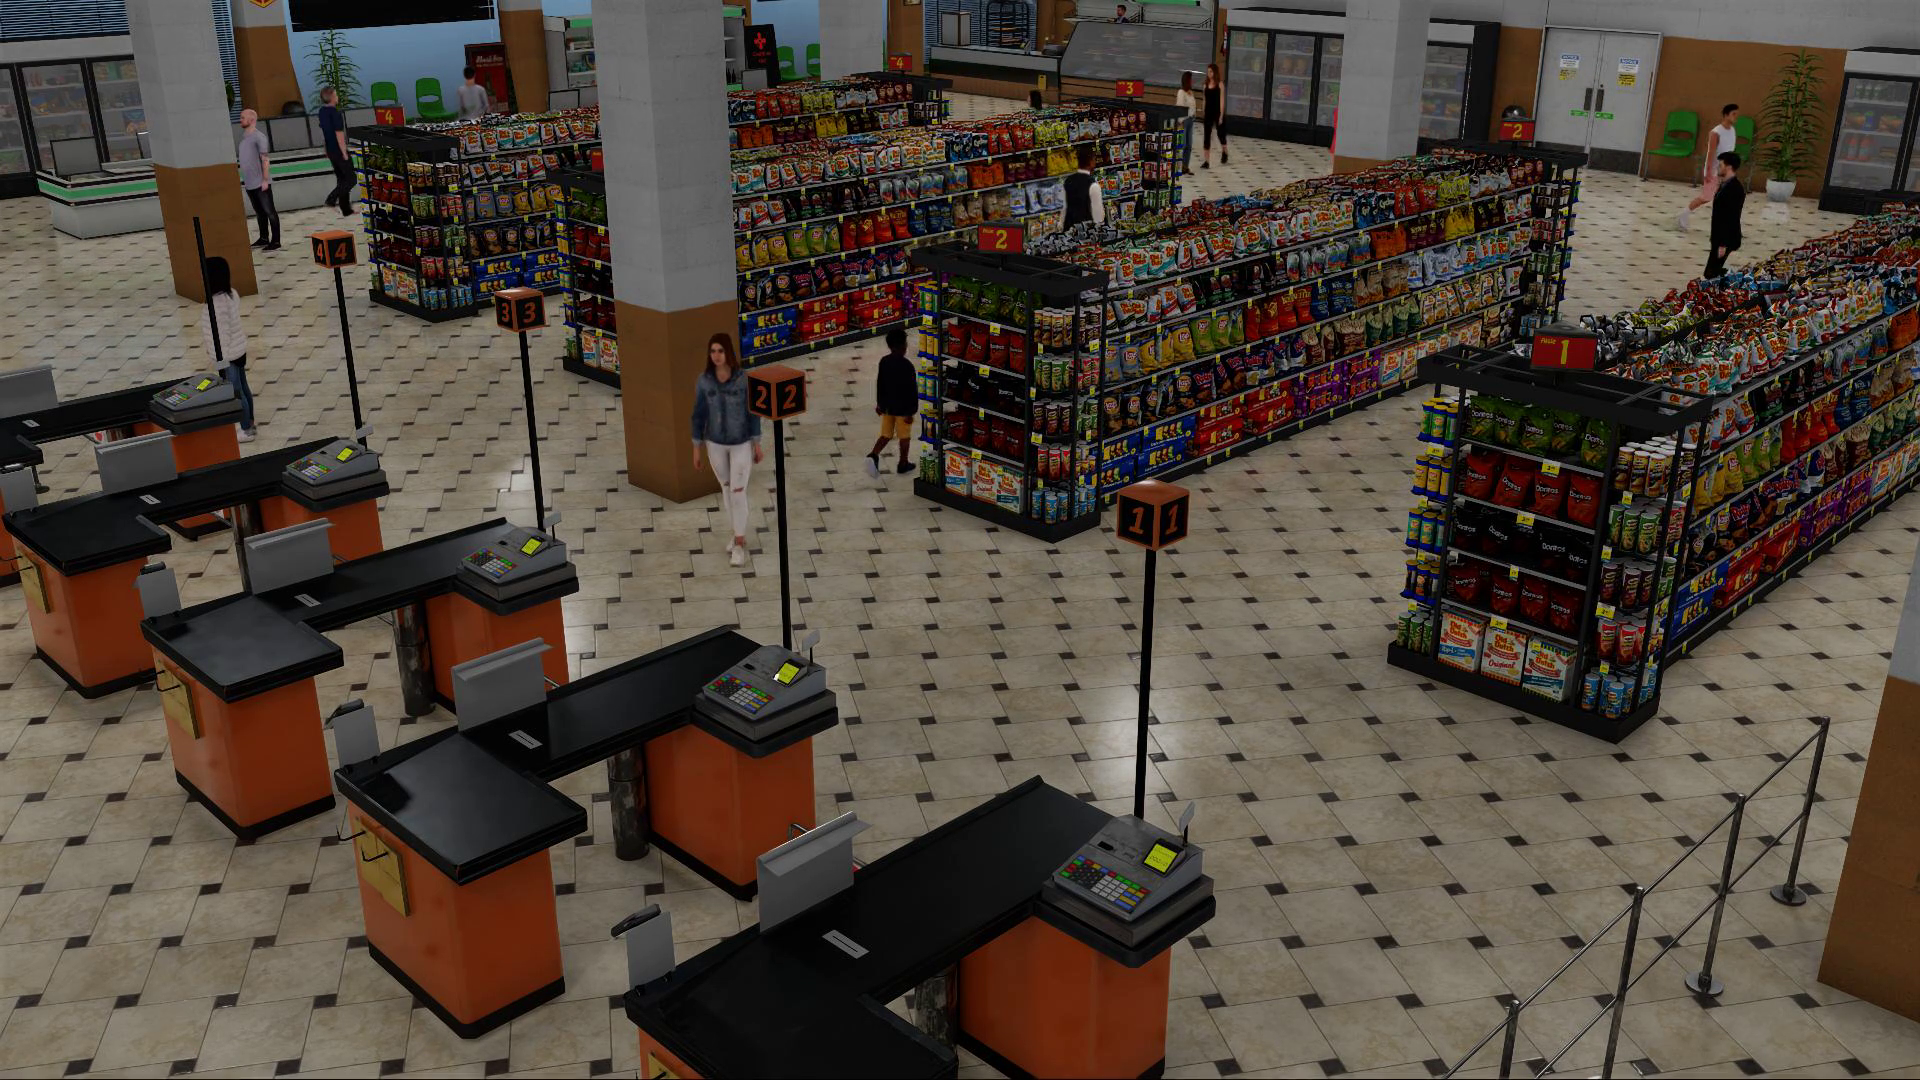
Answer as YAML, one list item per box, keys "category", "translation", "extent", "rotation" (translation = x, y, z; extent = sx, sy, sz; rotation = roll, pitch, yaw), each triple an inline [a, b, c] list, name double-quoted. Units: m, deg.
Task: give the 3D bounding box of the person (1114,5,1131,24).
- category: "person"
  translation: [3.723, -11.419, 38.500]
  extent: [0.573, 1.867, 0.619]
  rotation: [-19, 29, -40]

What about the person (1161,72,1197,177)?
- category: "person"
  translation: [3.624, -6.854, 27.413]
  extent: [0.773, 1.665, 0.848]
  rotation: [15, 26, 32]

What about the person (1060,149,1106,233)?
- category: "person"
  translation: [1.266, -3.322, 18.300]
  extent: [0.648, 1.904, 0.706]
  rotation: [-20, 29, -40]

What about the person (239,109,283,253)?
- category: "person"
  translation: [-9.271, -4.756, 21.959]
  extent: [0.669, 1.838, 0.587]
  rotation: [18, 28, 38]

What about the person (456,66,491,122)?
- category: "person"
  translation: [-7.741, -6.600, 26.598]
  extent: [1.177, 1.799, 1.194]
  rotation: [-2, 22, -4]

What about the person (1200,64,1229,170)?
- category: "person"
  translation: [4.336, -7.143, 28.098]
  extent: [0.804, 1.689, 1.213]
  rotation: [11, 25, 26]

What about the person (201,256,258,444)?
- category: "person"
  translation: [-6.385, -1.670, 14.546]
  extent: [0.724, 1.638, 0.702]
  rotation: [-4, 22, -10]

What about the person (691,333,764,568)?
- category: "person"
  translation: [-1.648, -0.702, 12.076]
  extent: [0.893, 1.683, 0.983]
  rotation: [3, 22, 9]

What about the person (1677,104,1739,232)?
- category: "person"
  translation: [10.349, -5.086, 22.883]
  extent: [1.093, 1.760, 0.864]
  rotation: [-13, 25, -30]

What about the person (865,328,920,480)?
- category: "person"
  translation: [-0.557, -1.090, 13.621]
  extent: [0.605, 1.251, 0.839]
  rotation: [15, 27, 34]

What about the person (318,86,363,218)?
- category: "person"
  translation: [-9.023, -5.561, 23.929]
  extent: [0.776, 1.862, 0.657]
  rotation: [-20, 30, -41]
